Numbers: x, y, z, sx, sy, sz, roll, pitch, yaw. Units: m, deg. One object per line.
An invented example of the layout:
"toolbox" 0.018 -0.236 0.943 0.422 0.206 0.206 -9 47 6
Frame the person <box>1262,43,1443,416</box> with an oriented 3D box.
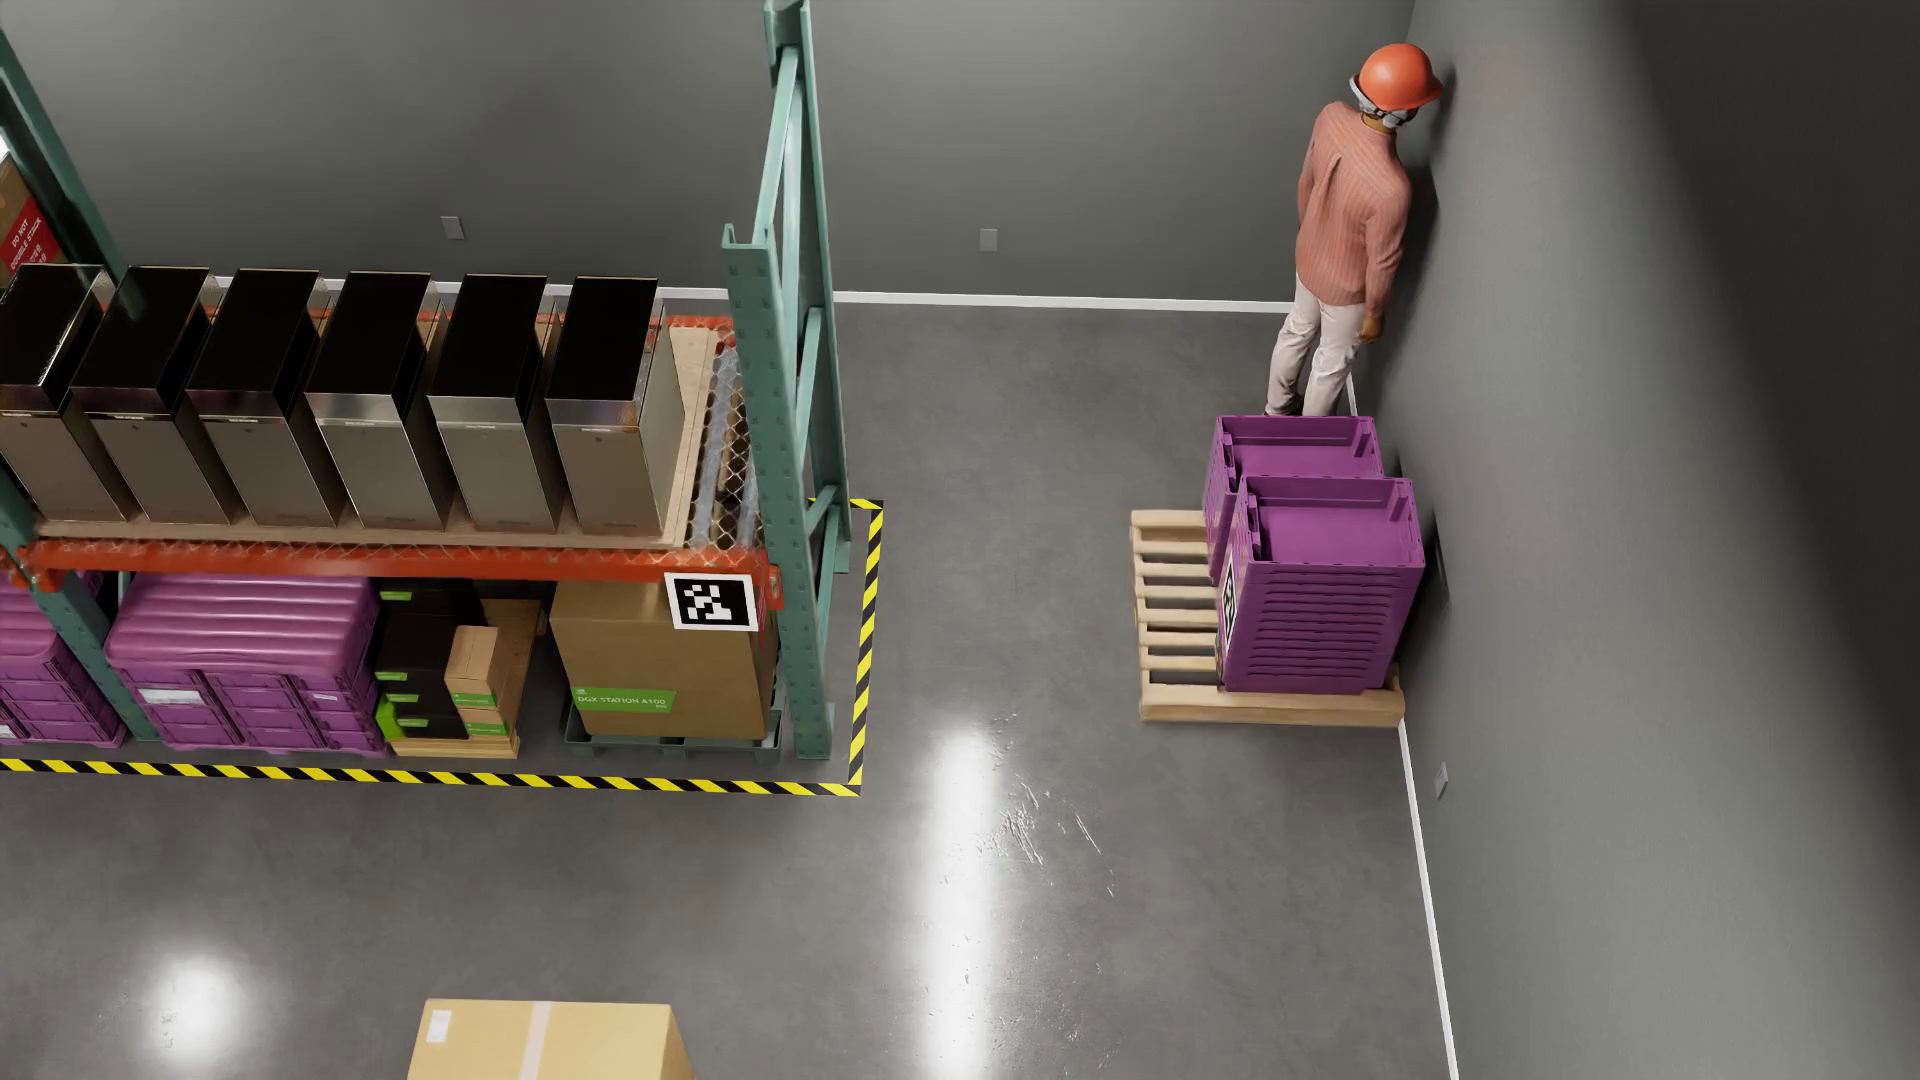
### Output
"person" 1.507 -1.069 6.499 0.391 1.995 0.613 -16 53 -12
